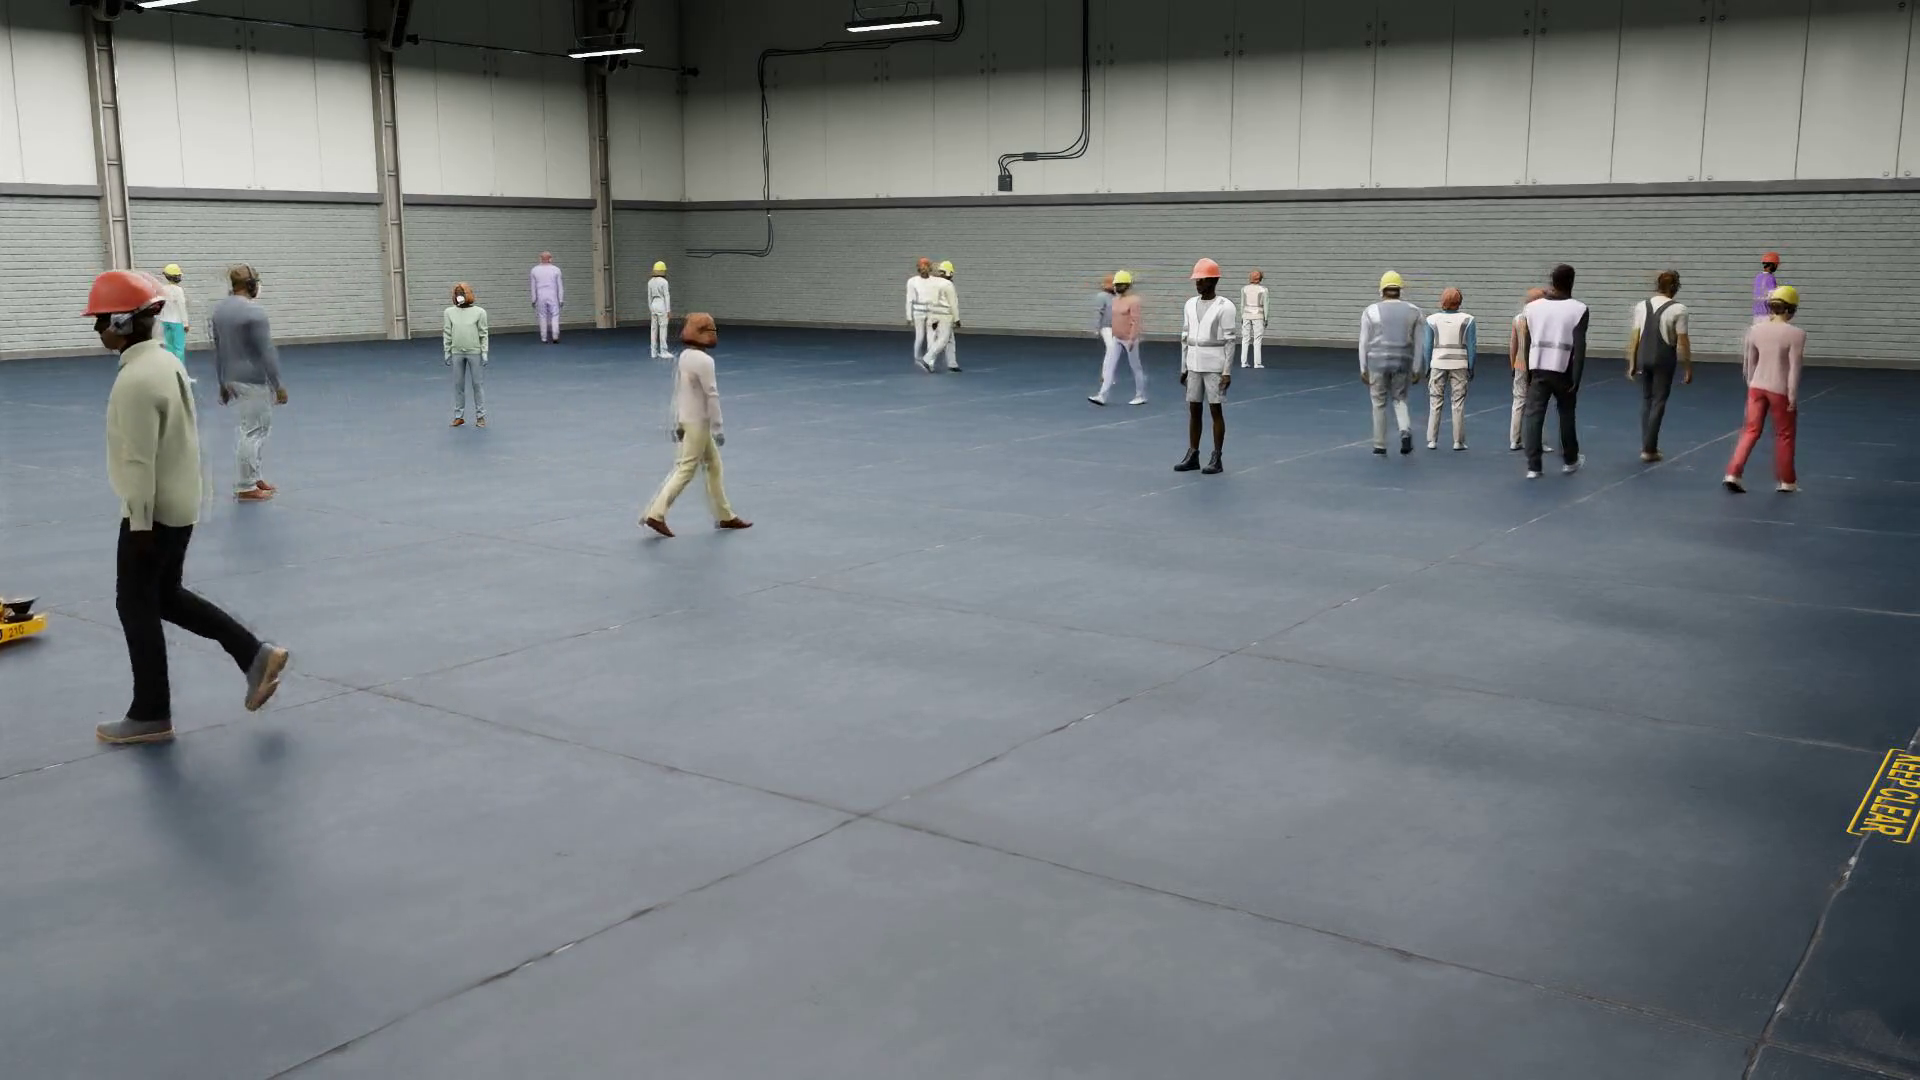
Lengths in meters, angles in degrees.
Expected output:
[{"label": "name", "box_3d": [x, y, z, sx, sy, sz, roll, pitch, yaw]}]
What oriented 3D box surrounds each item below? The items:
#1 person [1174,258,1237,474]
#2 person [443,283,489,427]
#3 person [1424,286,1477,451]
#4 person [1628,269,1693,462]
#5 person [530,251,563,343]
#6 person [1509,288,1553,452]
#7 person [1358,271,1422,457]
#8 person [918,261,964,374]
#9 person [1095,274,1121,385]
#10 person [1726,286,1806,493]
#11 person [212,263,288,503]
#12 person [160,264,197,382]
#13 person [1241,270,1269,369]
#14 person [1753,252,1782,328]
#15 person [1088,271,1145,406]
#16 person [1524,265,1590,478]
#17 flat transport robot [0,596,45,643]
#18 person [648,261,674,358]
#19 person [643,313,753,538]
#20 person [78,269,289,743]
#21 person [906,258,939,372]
[{"label": "person", "box_3d": [2.217, -1.564, 15.035, 0.543, 1.939, 0.371, 10, 14, 43]}, {"label": "person", "box_3d": [-5.606, -2.098, 18.881, 0.507, 1.633, 0.277, 0, 10, 0]}, {"label": "person", "box_3d": [4.914, -1.715, 16.709, 0.513, 1.645, 0.307, 4, 11, 23]}, {"label": "person", "box_3d": [6.738, -1.661, 15.866, 0.637, 1.830, 0.548, -7, 13, -36]}, {"label": "person", "box_3d": [-8.562, -5.024, 34.534, 0.648, 1.913, 0.409, -1, 10, -4]}, {"label": "person", "box_3d": [5.709, -1.687, 16.569, 0.305, 1.637, 0.522, -8, 13, -37]}, {"label": "person", "box_3d": [4.165, -1.692, 16.116, 0.592, 1.812, 0.465, 0, 10, 0]}, {"label": "person", "box_3d": [-0.320, -3.536, 26.537, 0.827, 1.792, 0.597, -4, 11, -22]}, {"label": "person", "box_3d": [2.269, -3.077, 24.387, 0.531, 1.610, 0.585, -8, 13, -37]}, {"label": "person", "box_3d": [6.720, -1.228, 13.813, 0.805, 1.754, 0.531, -6, 12, -30]}, {"label": "person", "box_3d": [-5.666, -1.260, 13.407, 0.630, 1.922, 0.590, 8, 13, 39]}, {"label": "person", "box_3d": [-11.732, -3.237, 24.887, 0.524, 1.769, 0.325, 6, 12, 32]}, {"label": "person", "box_3d": [4.895, -3.666, 27.676, 0.509, 1.629, 0.316, 7, 12, 34]}, {"label": "person", "box_3d": [12.927, -3.643, 26.674, 0.351, 1.941, 0.545, 0, 10, 1]}, {"label": "person", "box_3d": [2.053, -2.564, 21.231, 0.895, 1.711, 0.543, -8, 13, -37]}, {"label": "person", "box_3d": [5.357, -1.515, 14.923, 0.608, 1.871, 0.960, 8, 13, 38]}, {"label": "flat transport robot", "box_3d": [-5.602, 0.418, 8.604, 1.431, 0.197, 0.652, 2, 10, 11]}, {"label": "person", "box_3d": [-5.459, -4.198, 30.337, 0.492, 1.742, 0.320, 7, 12, 35]}, {"label": "person", "box_3d": [-1.902, -0.819, 11.835, 0.846, 1.595, 0.516, -5, 11, -27]}, {"label": "person", "box_3d": [-3.273, -0.134, 6.917, 0.667, 1.972, 0.623, -1, 10, -8]}, {"label": "person", "box_3d": [-0.584, -3.662, 27.052, 0.591, 1.856, 0.836, -1, 10, -8]}]
